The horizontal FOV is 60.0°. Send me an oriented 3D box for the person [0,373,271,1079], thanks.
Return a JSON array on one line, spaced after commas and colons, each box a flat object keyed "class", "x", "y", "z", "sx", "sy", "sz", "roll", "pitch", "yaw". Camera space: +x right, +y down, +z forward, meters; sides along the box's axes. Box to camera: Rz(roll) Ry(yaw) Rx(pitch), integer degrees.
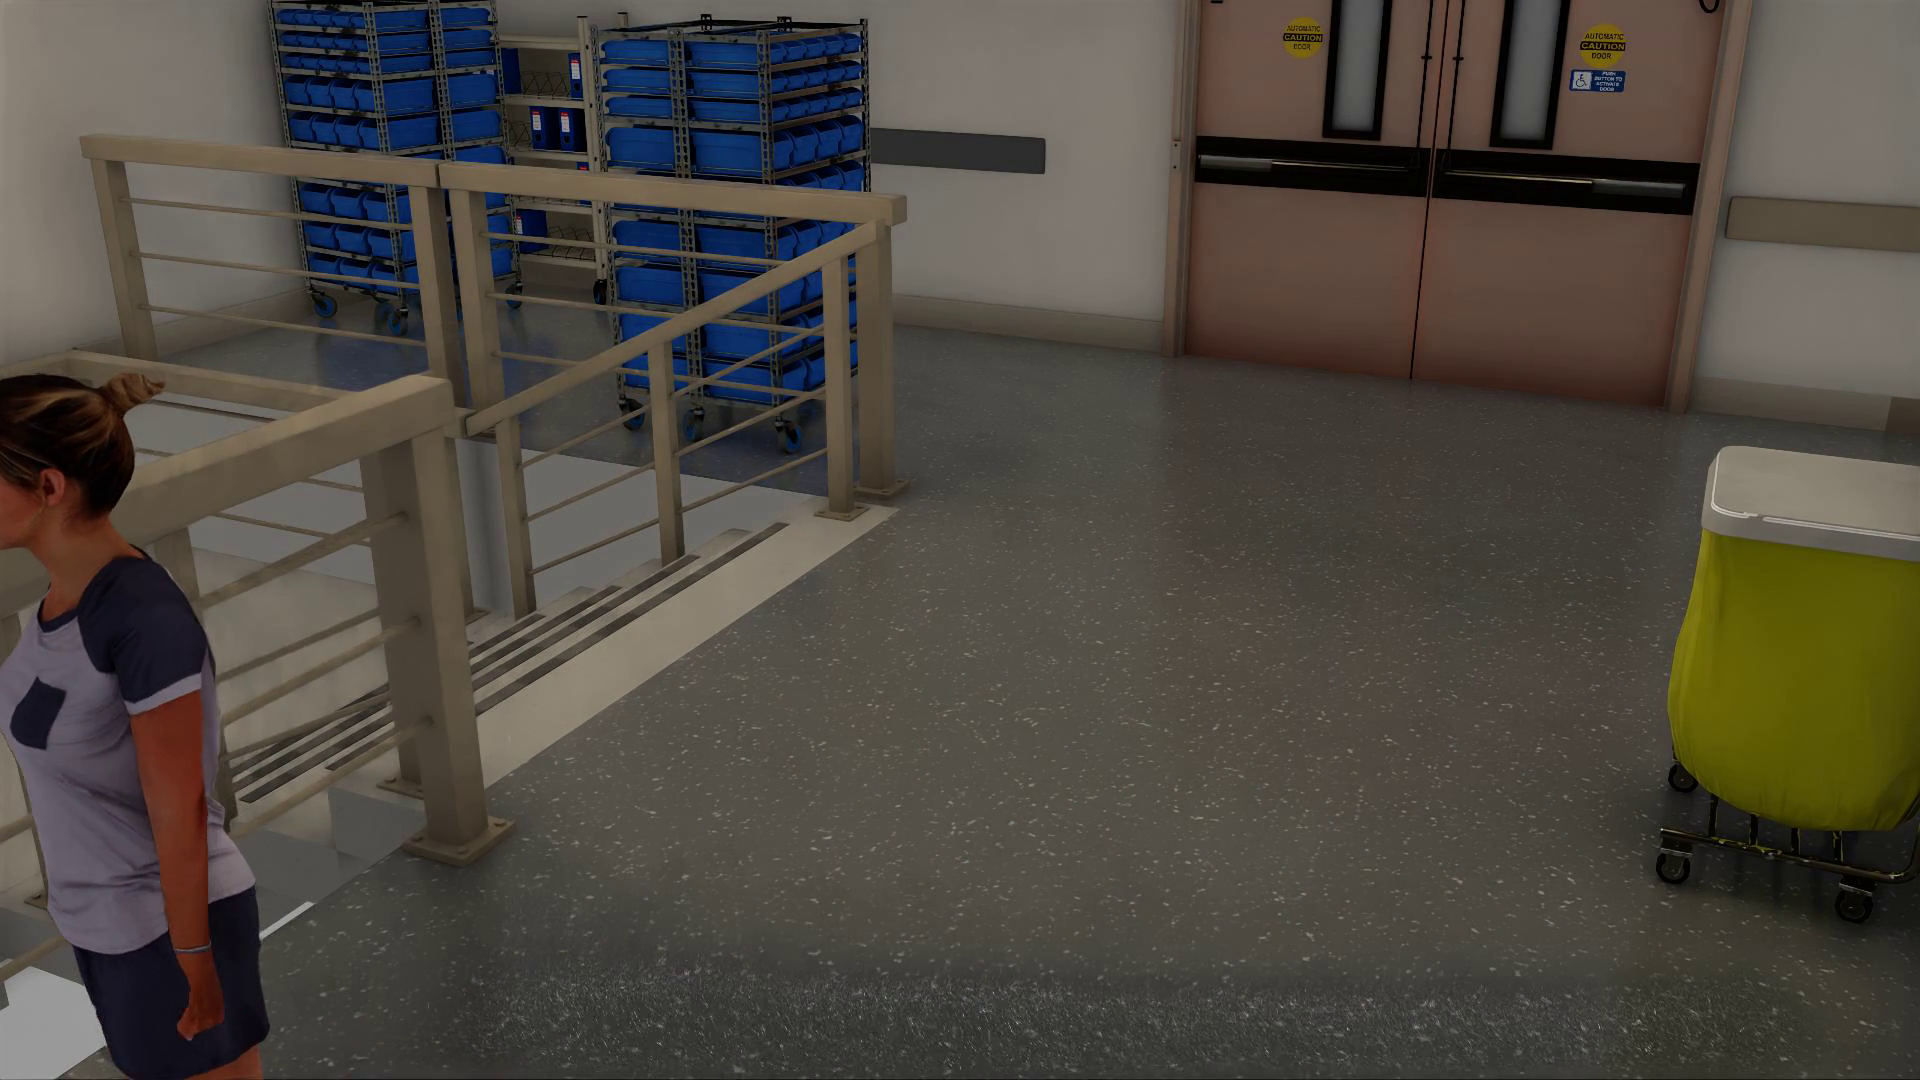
[{"class": "person", "x": -1.162, "y": 0.544, "z": 2.435, "sx": 0.709, "sy": 1.620, "sz": 0.592, "roll": -17, "pitch": 26, "yaw": -37}]
